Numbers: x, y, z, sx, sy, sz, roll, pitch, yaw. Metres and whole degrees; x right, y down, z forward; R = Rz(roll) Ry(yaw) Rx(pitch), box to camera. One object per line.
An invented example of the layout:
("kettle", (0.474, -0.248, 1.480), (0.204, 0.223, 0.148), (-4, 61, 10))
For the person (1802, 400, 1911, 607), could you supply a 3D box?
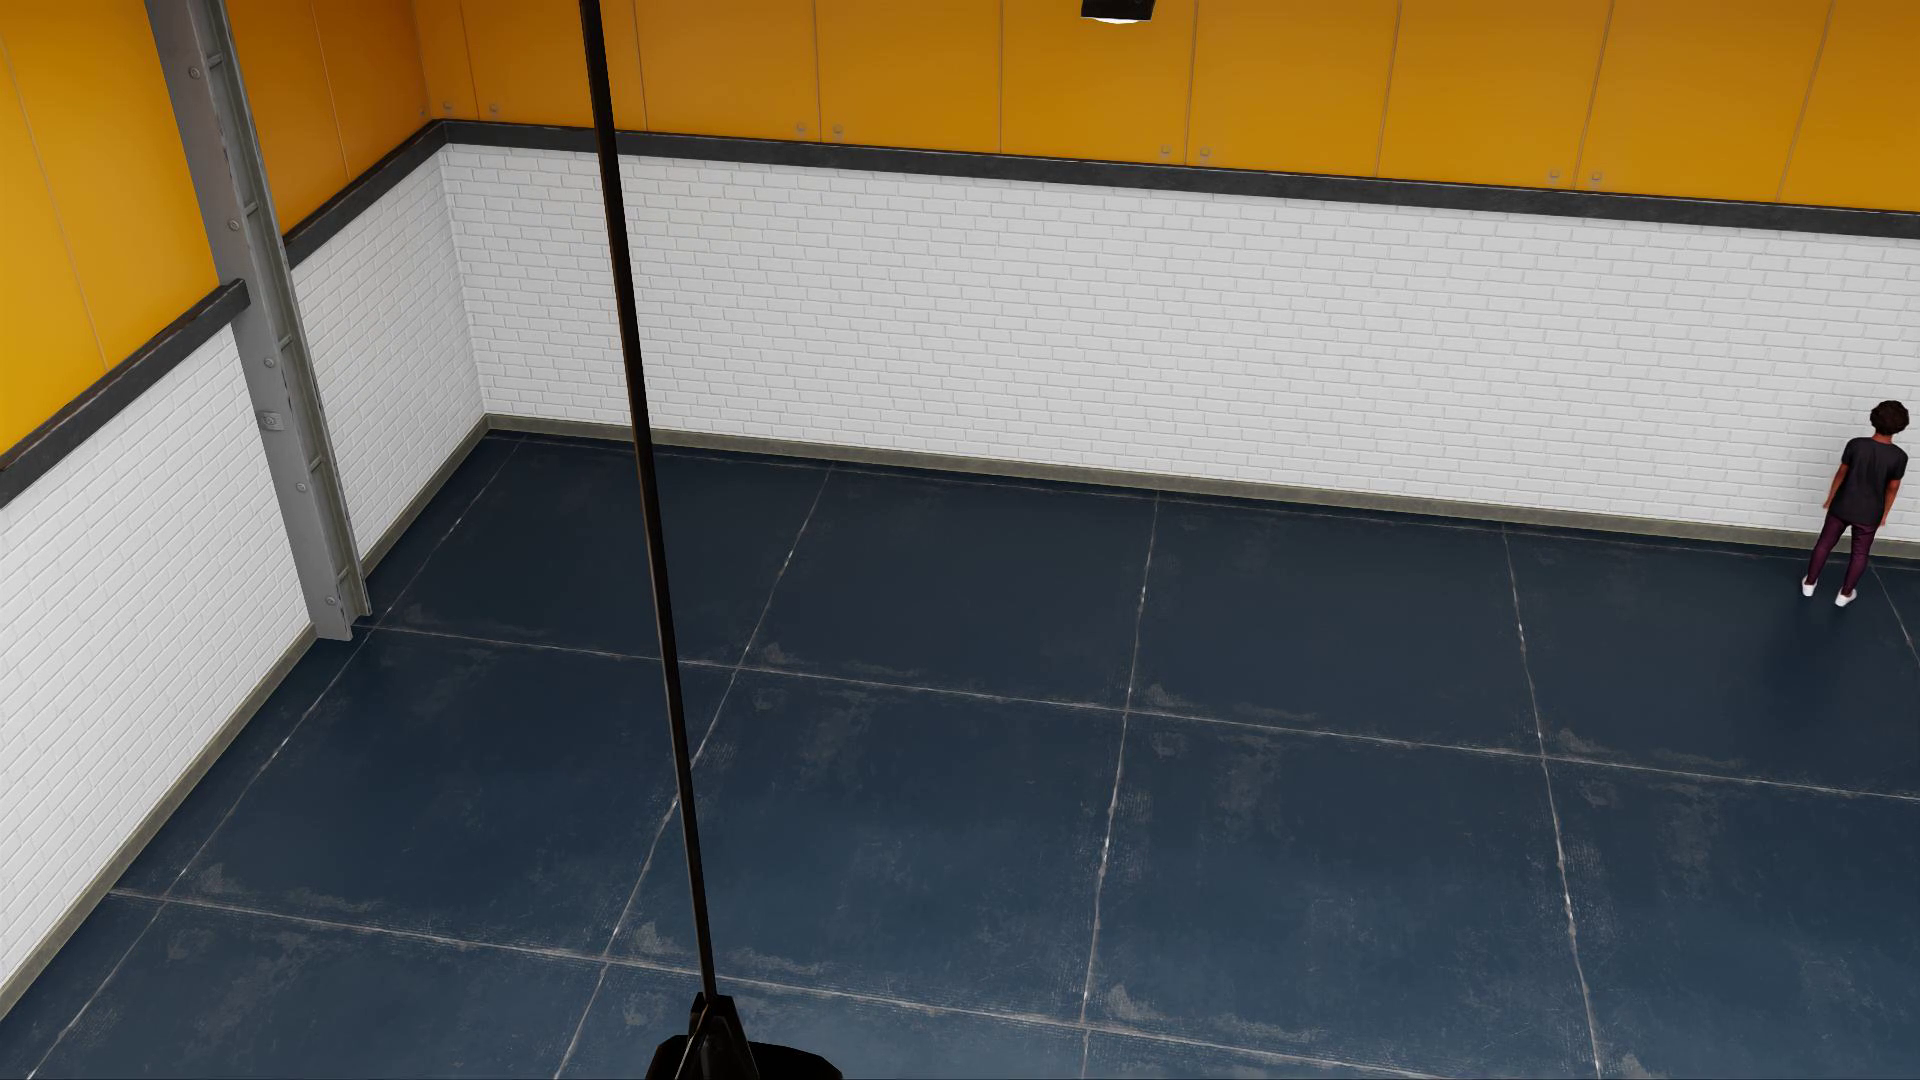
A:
("person", (7.100, -0.293, 13.141), (0.697, 1.778, 0.682), (19, 38, 26))
